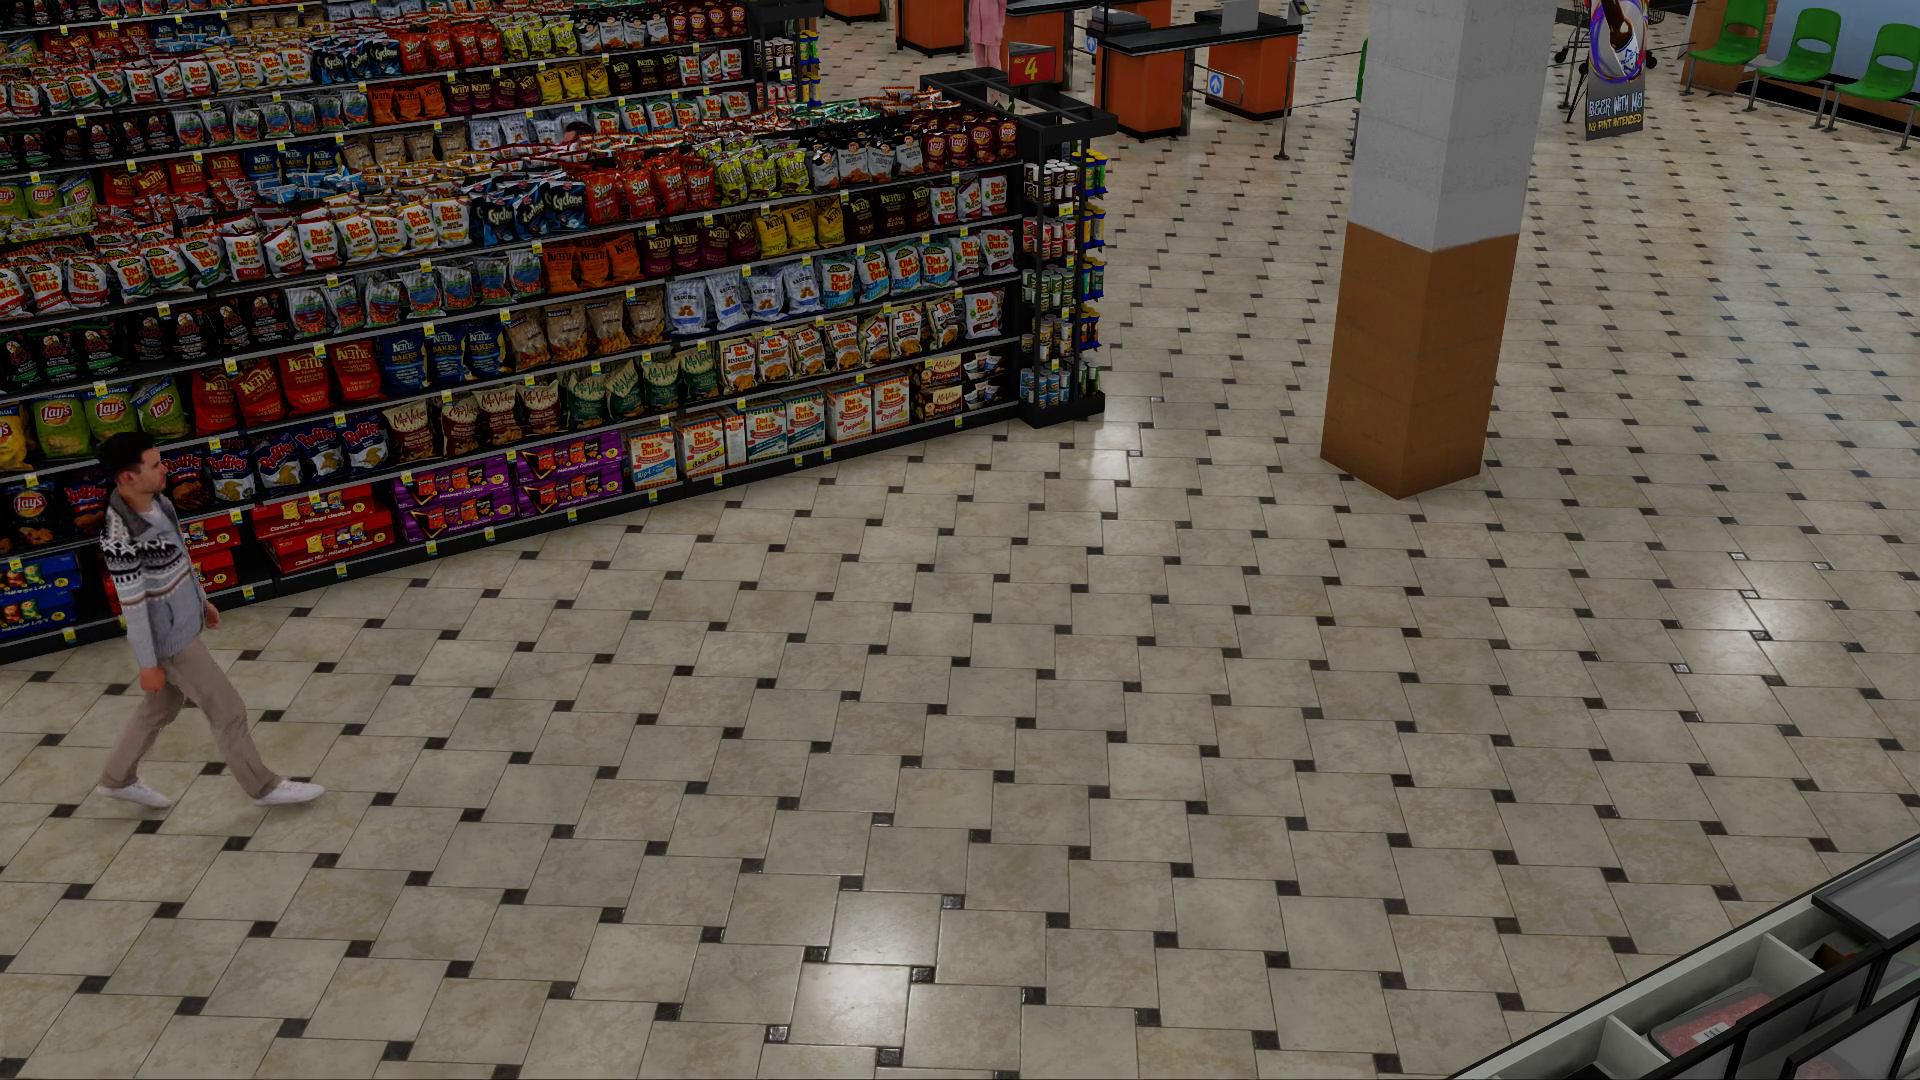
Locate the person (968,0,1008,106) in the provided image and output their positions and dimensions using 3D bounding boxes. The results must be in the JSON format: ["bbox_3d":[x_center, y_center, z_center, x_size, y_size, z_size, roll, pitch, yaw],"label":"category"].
[{"bbox_3d":[0.303,-5.520,17.833,0.679,1.802,0.650,21,35,33],"label":"person"}]

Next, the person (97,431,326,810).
[{"bbox_3d":[-3.409,0.395,6.959,1.235,1.840,0.879,-8,30,-15],"label":"person"}]
